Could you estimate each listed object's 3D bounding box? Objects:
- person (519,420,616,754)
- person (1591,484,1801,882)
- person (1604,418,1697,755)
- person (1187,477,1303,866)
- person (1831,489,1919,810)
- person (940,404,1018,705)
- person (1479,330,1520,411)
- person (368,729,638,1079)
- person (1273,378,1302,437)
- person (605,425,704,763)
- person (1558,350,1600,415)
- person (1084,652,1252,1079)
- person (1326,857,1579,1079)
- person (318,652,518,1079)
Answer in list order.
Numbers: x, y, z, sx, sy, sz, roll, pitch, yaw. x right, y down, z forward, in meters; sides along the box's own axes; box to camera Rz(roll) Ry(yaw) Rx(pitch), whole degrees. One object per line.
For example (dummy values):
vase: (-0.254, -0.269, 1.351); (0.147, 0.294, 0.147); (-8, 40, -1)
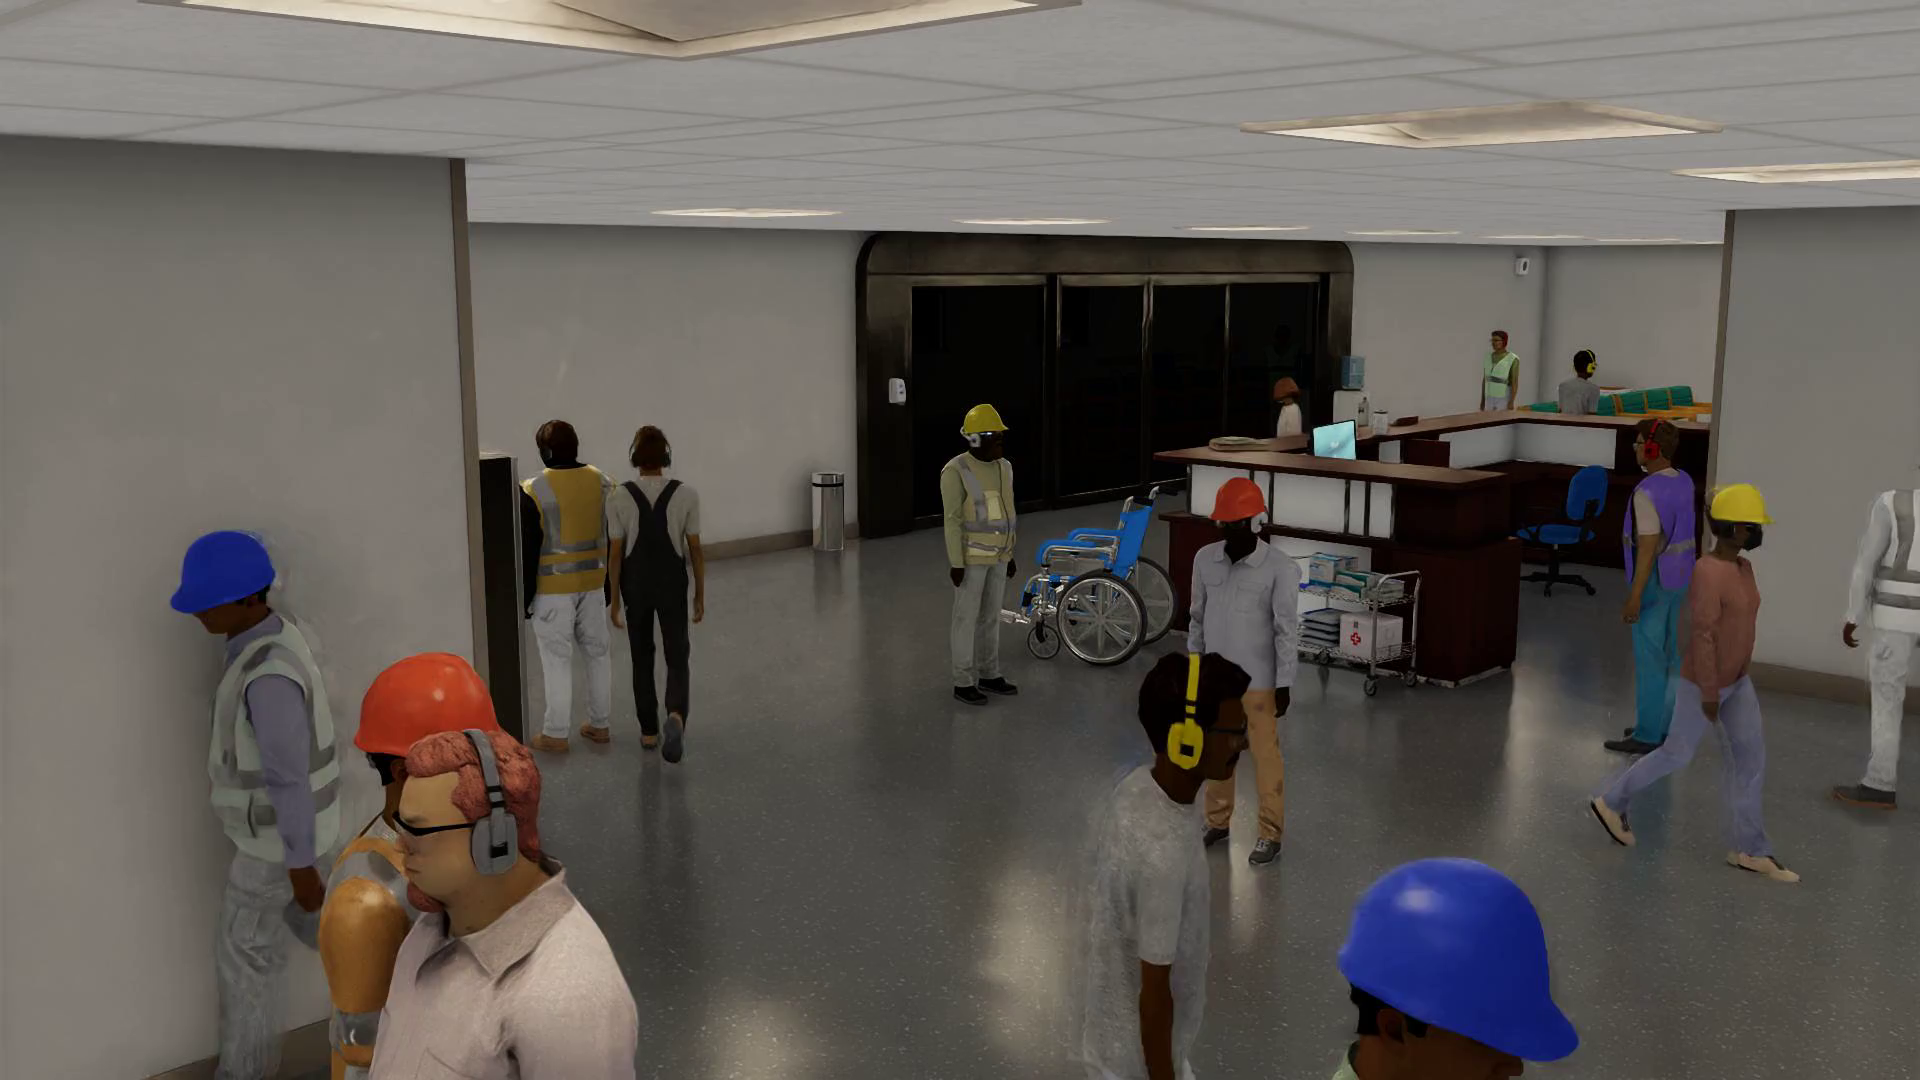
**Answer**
person: (-2.177, 0.256, 9.170); (0.429, 1.838, 0.622); (9, 13, 44)
person: (3.305, 0.596, 7.409); (0.519, 1.737, 0.870); (-8, 12, -41)
person: (3.811, 0.261, 9.104); (0.396, 1.847, 0.564); (9, 13, 43)
person: (1.249, 0.580, 7.467); (0.563, 1.742, 0.361); (8, 12, 42)
person: (4.664, 0.427, 8.084); (0.670, 1.857, 0.351); (2, 9, 10)
person: (0.143, 0.082, 10.233); (0.403, 1.837, 0.590); (8, 12, 39)
person: (7.166, -1.862, 22.121); (0.386, 1.845, 0.568); (-5, 11, -30)
person: (-0.801, 1.252, 2.844); (0.408, 1.908, 0.641); (-7, 12, -38)
person: (3.152, -0.761, 16.114); (0.376, 1.608, 0.547); (1, 9, 4)
person: (-1.634, 0.298, 8.964); (0.512, 1.826, 0.766); (-2, 9, -11)
person: (6.148, -0.961, 16.574); (0.330, 1.861, 0.505); (-5, 11, -29)
person: (0.424, 1.143, 3.674); (0.442, 1.848, 0.557); (1, 9, 4)
person: (0.550, 1.340, 2.212); (0.626, 1.946, 0.419); (-9, 13, -44)
person: (-1.039, 1.165, 3.323); (0.390, 1.930, 0.546); (0, 9, -2)
